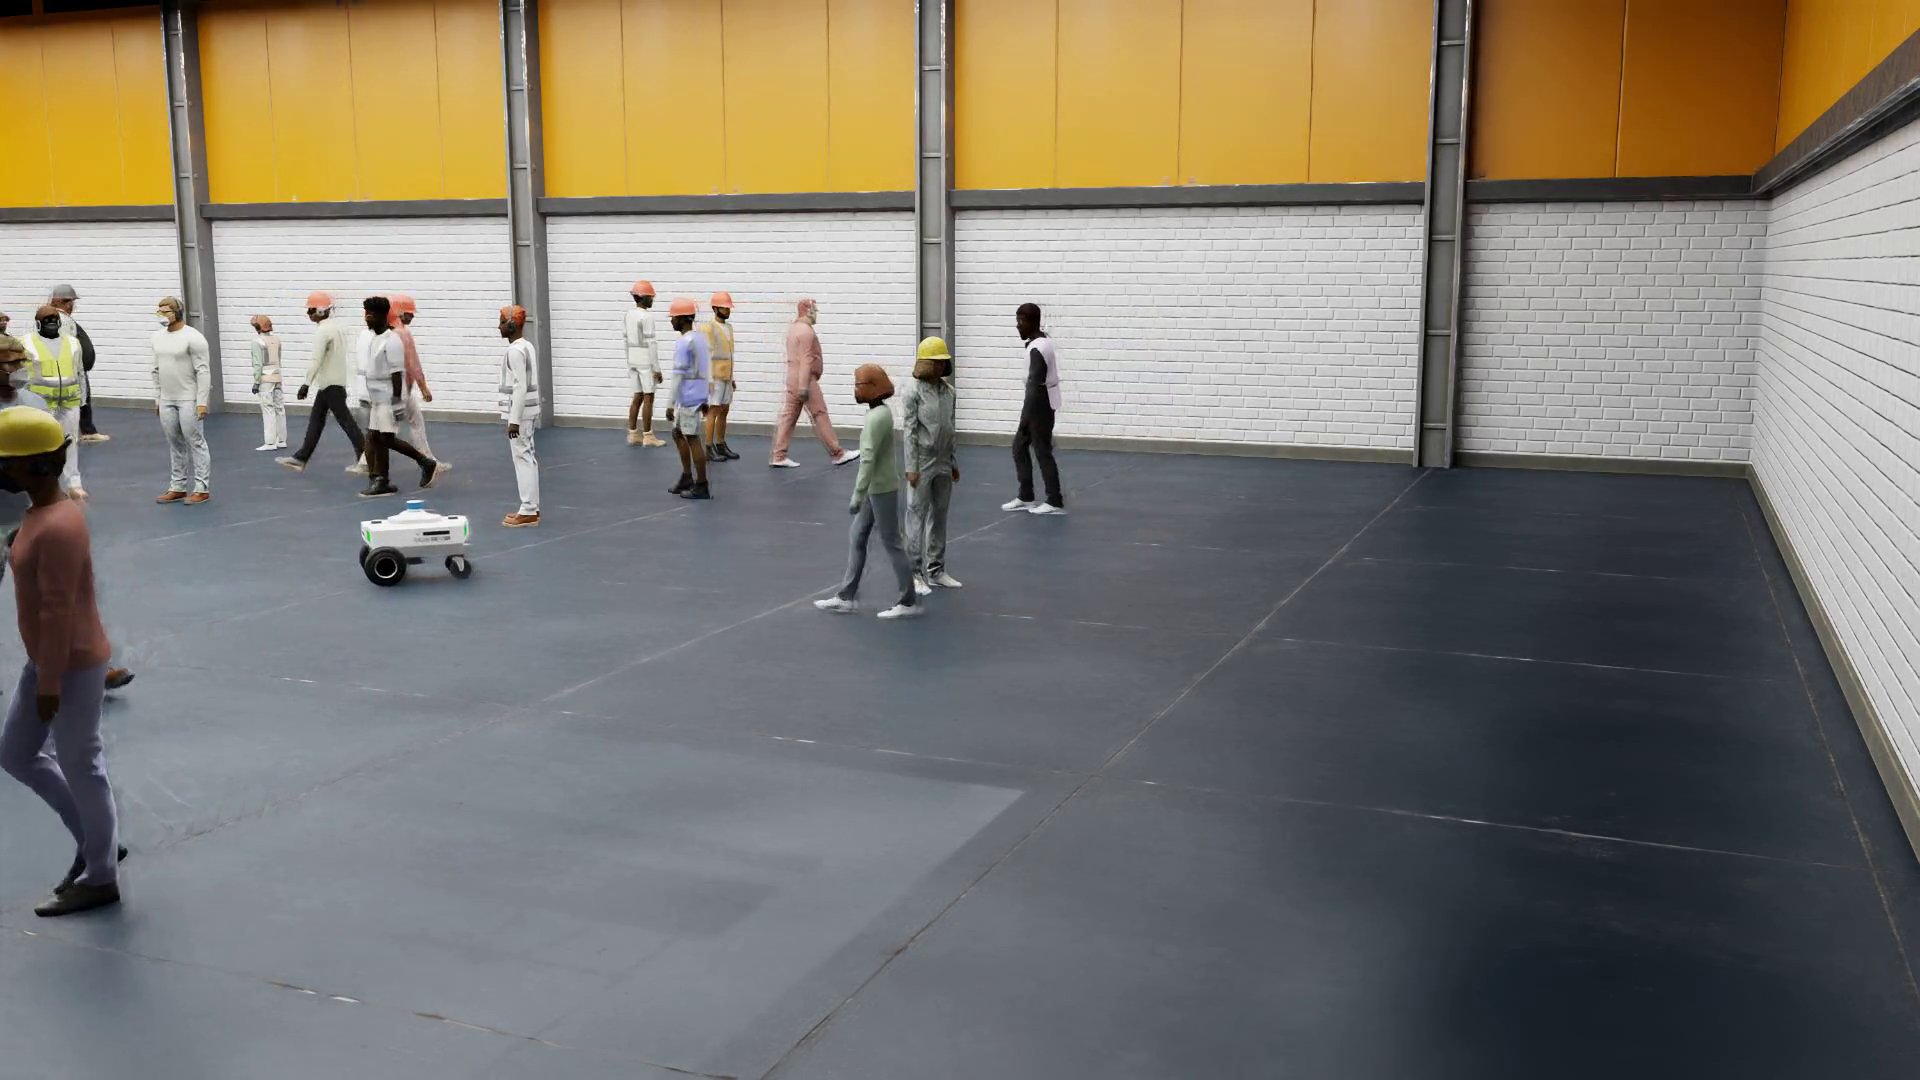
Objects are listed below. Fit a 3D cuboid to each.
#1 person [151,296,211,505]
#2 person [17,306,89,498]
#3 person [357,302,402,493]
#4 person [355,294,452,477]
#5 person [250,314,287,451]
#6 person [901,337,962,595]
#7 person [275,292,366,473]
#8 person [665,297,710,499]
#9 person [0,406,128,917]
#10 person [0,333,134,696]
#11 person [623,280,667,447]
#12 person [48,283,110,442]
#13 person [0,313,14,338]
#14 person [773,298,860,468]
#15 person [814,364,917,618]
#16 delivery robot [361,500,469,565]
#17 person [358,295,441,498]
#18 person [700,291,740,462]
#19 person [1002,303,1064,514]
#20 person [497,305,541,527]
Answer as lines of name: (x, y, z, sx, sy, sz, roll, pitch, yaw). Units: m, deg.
person: (-7.244, -1.290, 15.470, 0.629, 1.940, 0.379, 4, 10, 22)
person: (-8.588, -1.292, 15.773, 0.430, 1.845, 0.619, 9, 13, 42)
person: (-5.711, -1.394, 16.304, 0.654, 1.883, 0.371, 8, 13, 41)
person: (-5.940, -1.618, 17.516, 1.039, 1.939, 0.592, -6, 11, -31)
person: (-8.320, -1.887, 19.992, 0.310, 1.639, 0.514, 2, 10, 10)
person: (-0.181, -0.509, 11.325, 0.296, 1.744, 0.488, 8, 12, 41)
person: (-6.801, -1.670, 17.771, 1.050, 1.939, 0.627, -2, 10, -13)
person: (-2.656, -1.338, 15.810, 0.623, 1.917, 0.584, 2, 10, 11)
person: (-3.084, 0.421, 5.636, 0.371, 1.750, 0.547, -7, 12, -36)
person: (-4.790, -0.098, 8.423, 1.027, 1.878, 0.652, 2, 10, 14)
person: (-3.874, -2.147, 20.410, 0.430, 2.039, 0.632, -8, 12, -41)
person: (-11.165, -2.198, 20.659, 0.851, 2.000, 0.683, -4, 10, -24)
person: (-12.730, -2.196, 21.940, 0.607, 1.618, 0.534, 1, 9, 8)
person: (-1.618, -1.717, 18.304, 1.000, 1.849, 0.650, -4, 10, -22)
person: (-0.613, -0.294, 10.425, 0.757, 1.600, 0.521, 0, 9, -1)
delivery robot: (-3.851, -0.036, 11.770, 0.707, 0.478, 0.477, -4, 10, -24)
person: (-5.440, -1.376, 15.967, 0.664, 1.947, 0.614, -7, 12, -35)
person: (-2.706, -1.863, 18.942, 0.375, 1.935, 0.551, 4, 10, 23)
person: (0.608, -1.150, 14.763, 0.725, 1.885, 0.619, 1, 9, 4)
person: (-3.765, -1.053, 14.194, 0.342, 1.882, 0.587, -1, 9, -7)
